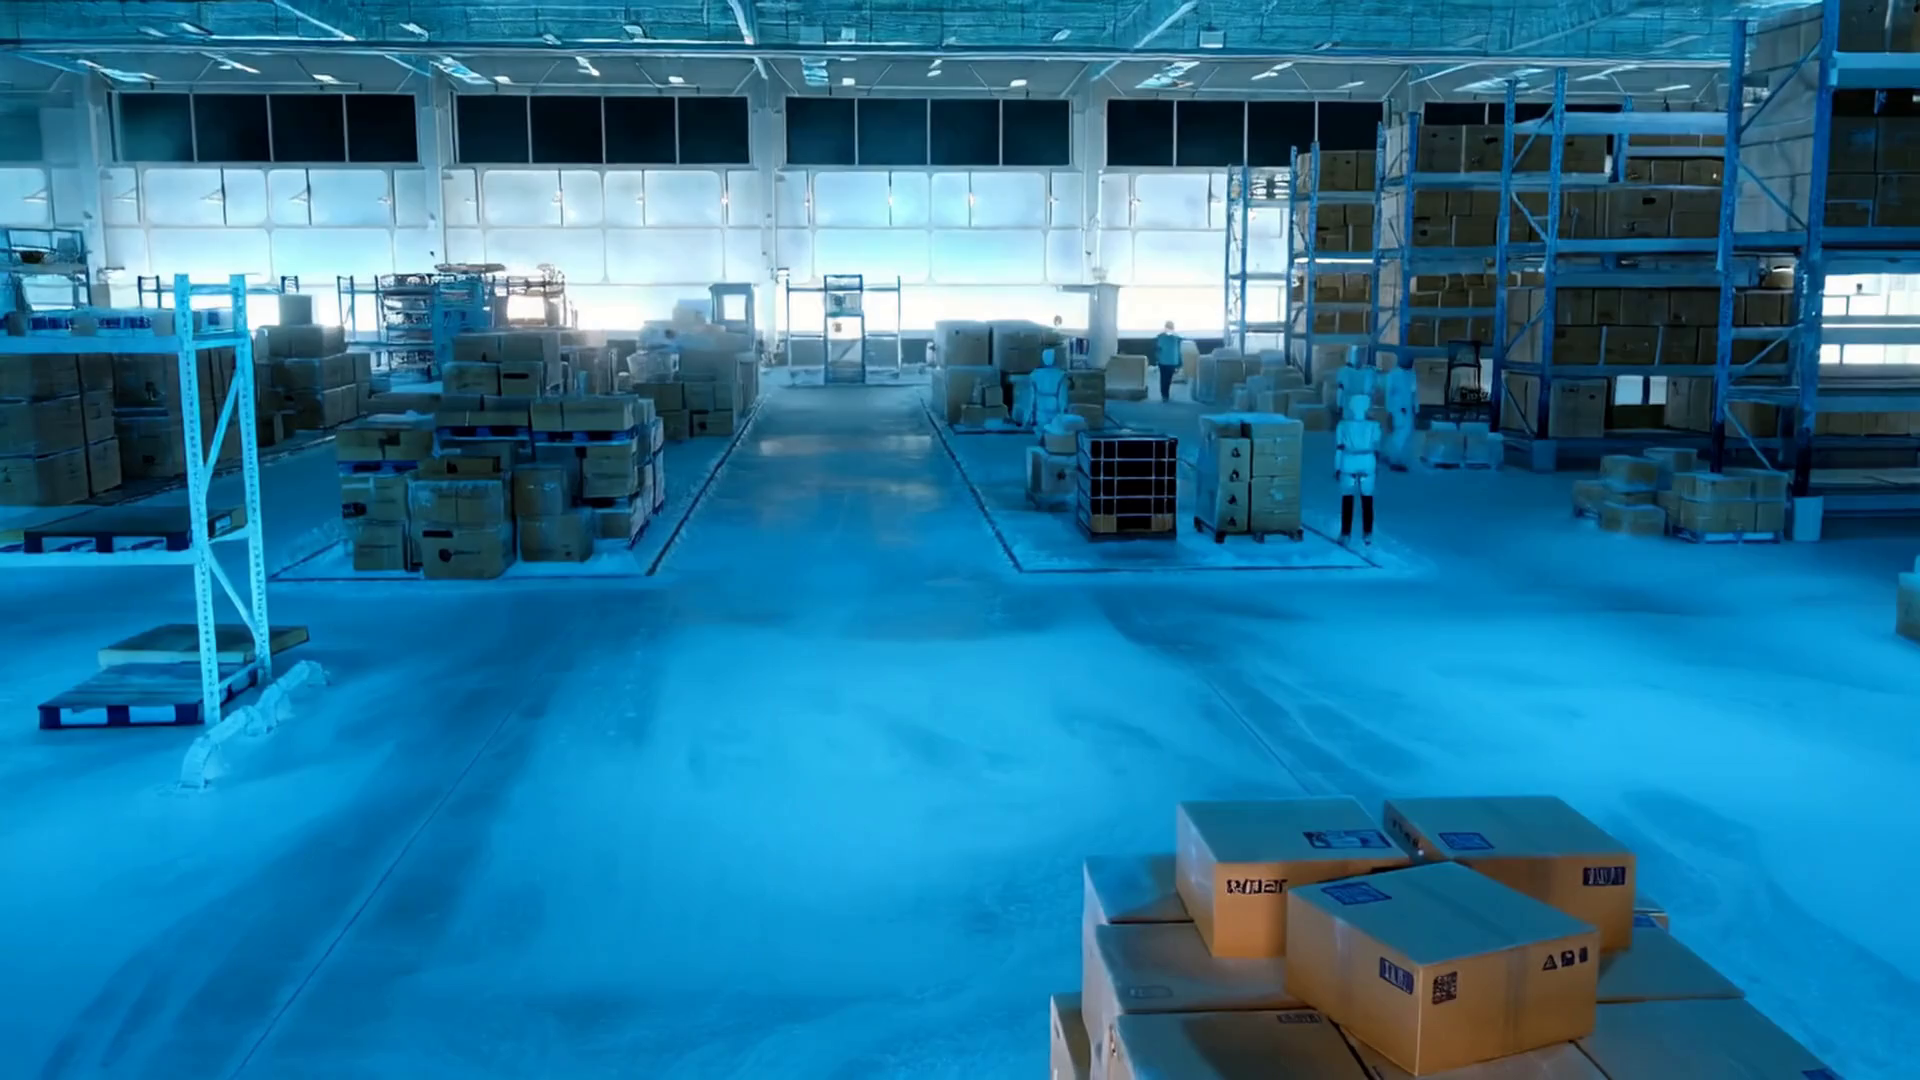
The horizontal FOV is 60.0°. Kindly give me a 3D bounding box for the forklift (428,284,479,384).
[{"bbox_3d":[-11.186,-4.309,37.087,1.129,2.768,1.873,-5,10,-29],"label":"forklift"}]

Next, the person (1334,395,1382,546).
[{"bbox_3d":[4.444,-0.776,18.608,0.535,1.697,0.318,-1,9,-5],"label":"person"}]

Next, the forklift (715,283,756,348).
[{"bbox_3d":[-5.994,-5.447,44.230,1.129,2.768,1.873,-1,9,-4],"label":"forklift"}]

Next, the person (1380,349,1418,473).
[{"bbox_3d":[6.782,-1.976,25.494,0.657,1.906,0.442,-6,11,-32],"label":"person"}]

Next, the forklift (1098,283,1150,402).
[{"bbox_3d":[3.562,-4.735,39.764,1.873,2.768,1.129,3,9,17],"label":"forklift"}]

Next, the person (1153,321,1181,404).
[{"bbox_3d":[4.887,-4.191,39.289,0.610,1.950,1.003,-1,9,-9],"label":"person"}]

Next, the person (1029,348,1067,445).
[{"bbox_3d":[1.360,-2.053,26.004,0.598,1.901,0.778,4,10,25],"label":"person"}]

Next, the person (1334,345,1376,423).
[{"bbox_3d":[6.352,-2.177,26.719,0.639,1.928,0.862,3,10,18],"label":"person"}]

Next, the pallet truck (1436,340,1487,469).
[{"bbox_3d":[8.004,-2.170,26.422,0.823,1.965,1.885,2,9,14],"label":"pallet truck"}]
